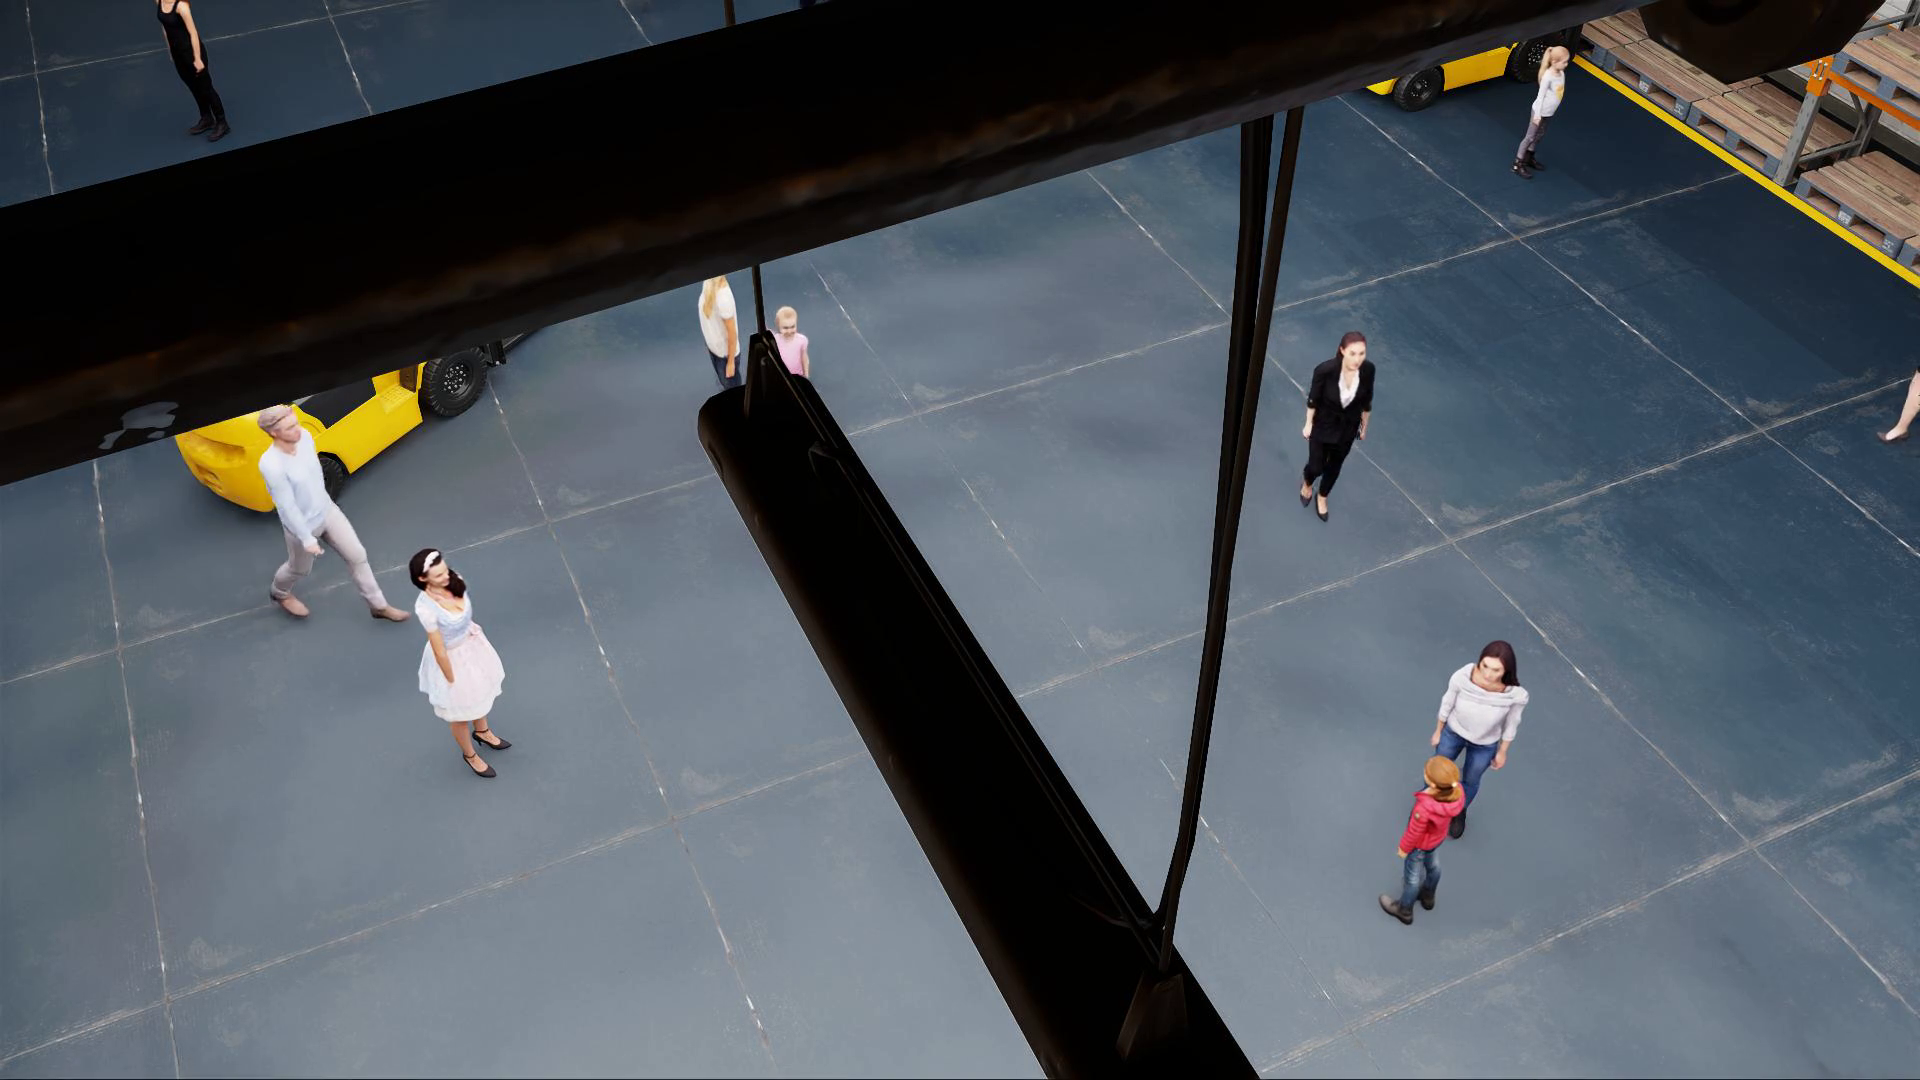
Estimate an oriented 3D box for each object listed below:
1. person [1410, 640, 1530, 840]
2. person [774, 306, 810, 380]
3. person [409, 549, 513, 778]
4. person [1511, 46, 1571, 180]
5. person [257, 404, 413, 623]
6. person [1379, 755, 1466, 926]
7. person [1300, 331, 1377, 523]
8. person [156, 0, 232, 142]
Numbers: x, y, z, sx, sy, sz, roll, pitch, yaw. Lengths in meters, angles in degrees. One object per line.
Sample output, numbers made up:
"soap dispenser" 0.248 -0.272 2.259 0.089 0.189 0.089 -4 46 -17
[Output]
"person" 3.013 1.154 9.813 0.642 1.632 0.732 19 47 19
"person" -1.322 -1.264 12.624 0.665 1.257 0.959 -4 44 -4
"person" -3.052 0.740 10.113 0.916 1.818 0.849 9 44 9
"person" 5.424 -3.999 15.482 0.550 1.274 0.566 -33 52 -29
"person" -4.385 -0.127 11.000 1.264 1.851 1.210 14 45 14
"person" 2.674 1.699 9.472 0.547 1.313 0.543 -29 51 -27
"person" 2.660 -0.863 11.916 0.689 1.652 0.691 -4 44 -5
"person" -7.365 -4.644 15.859 0.647 1.688 0.741 24 49 23
